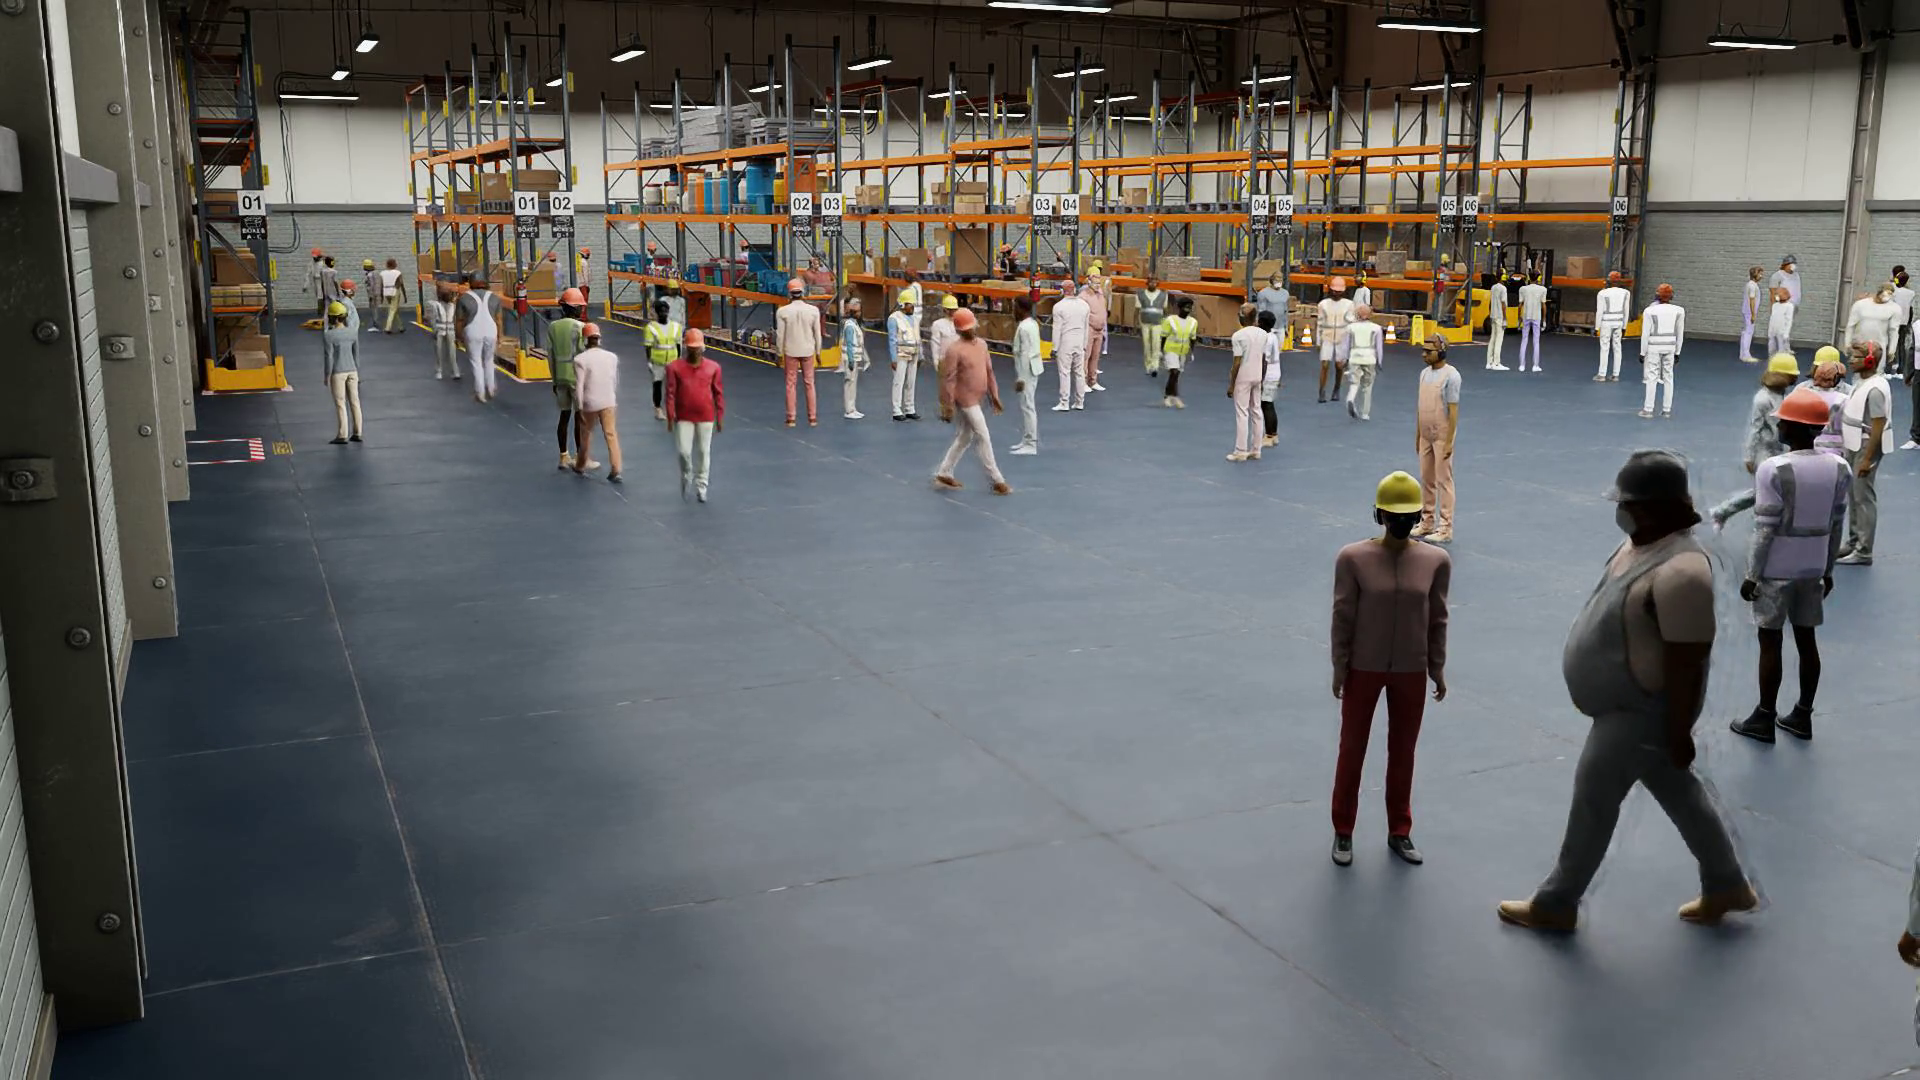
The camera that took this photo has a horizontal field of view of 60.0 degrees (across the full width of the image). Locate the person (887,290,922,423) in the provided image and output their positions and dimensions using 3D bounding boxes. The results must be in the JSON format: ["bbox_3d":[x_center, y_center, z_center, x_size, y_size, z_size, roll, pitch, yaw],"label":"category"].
[{"bbox_3d":[-0.745,-2.537,22.979,0.403,1.825,0.593,9,14,39],"label":"person"}]

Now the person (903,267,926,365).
[{"bbox_3d":[-0.909,-4.124,30.907,0.414,1.881,0.599,2,11,10],"label":"person"}]

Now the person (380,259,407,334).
[{"bbox_3d":[-13.554,-5.815,39.726,0.559,1.792,0.945,4,12,19],"label":"person"}]

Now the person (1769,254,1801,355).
[{"bbox_3d":[16.841,-4.789,33.867,0.685,2.000,0.538,-4,12,-19],"label":"person"}]

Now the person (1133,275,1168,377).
[{"bbox_3d":[3.363,-3.773,29.346,0.606,1.783,0.994,1,11,6],"label":"person"}]

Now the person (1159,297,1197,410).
[{"bbox_3d":[3.225,-2.733,24.404,0.524,1.641,0.800,-5,12,-24],"label":"person"}]

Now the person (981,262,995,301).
[{"bbox_3d":[0.835,-8.007,50.680,0.620,1.851,1.009,-2,11,-11],"label":"person"}]

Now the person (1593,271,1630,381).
[{"bbox_3d":[11.175,-3.663,28.550,0.574,1.883,0.356,-1,11,-6],"label":"person"}]

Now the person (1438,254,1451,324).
[{"bbox_3d":[12.524,-6.503,43.153,0.421,1.817,0.608,8,14,36],"label":"person"}]

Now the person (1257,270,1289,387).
[{"bbox_3d":[5.178,-3.477,27.476,0.627,1.934,0.372,-6,13,-29],"label":"person"}]

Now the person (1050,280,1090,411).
[{"bbox_3d":[1.580,-2.827,24.256,0.637,1.904,0.403,-7,13,-32],"label":"person"}]

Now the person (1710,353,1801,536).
[{"bbox_3d":[6.809,-0.756,14.221,0.515,1.709,0.745,-8,14,-37],"label":"person"}]

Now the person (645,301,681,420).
[{"bbox_3d":[-4.066,-2.449,22.934,0.548,1.651,0.844,-5,12,-25],"label":"person"}]

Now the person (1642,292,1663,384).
[{"bbox_3d":[11.743,-3.429,28.009,0.514,1.634,0.313,-8,13,-34],"label":"person"}]

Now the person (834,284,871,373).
[{"bbox_3d":[-1.933,-3.832,30.092,0.518,1.614,0.757,10,15,42],"label":"person"}]

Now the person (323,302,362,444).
[{"bbox_3d":[-7.742,-2.086,20.826,0.301,1.772,0.531,6,13,28],"label":"person"}]

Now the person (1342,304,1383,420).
[{"bbox_3d":[5.563,-2.453,23.066,0.553,1.615,0.624,5,12,25],"label":"person"}]

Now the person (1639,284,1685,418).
[{"bbox_3d":[9.872,-2.657,23.436,0.574,1.883,0.356,0,11,1],"label":"person"}]

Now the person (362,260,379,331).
[{"bbox_3d":[-14.410,-5.974,40.648,0.320,1.742,0.492,-4,12,-18],"label":"person"}]

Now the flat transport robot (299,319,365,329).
[{"bbox_3d":[-15.735,-5.440,41.691,0.652,0.197,1.431,8,14,34],"label":"flat transport robot"}]

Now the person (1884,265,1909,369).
[{"bbox_3d":[17.321,-4.144,30.910,0.385,1.914,0.597,-4,12,-17],"label":"person"}]

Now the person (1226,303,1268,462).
[{"bbox_3d":[3.323,-1.820,19.278,0.504,1.847,0.344,-7,13,-31],"label":"person"}]

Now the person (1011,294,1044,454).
[{"bbox_3d":[0.809,-1.987,19.950,0.381,1.916,0.596,2,11,9],"label":"person"}]

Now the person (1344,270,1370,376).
[{"bbox_3d":[7.081,-3.854,29.539,0.323,1.876,0.530,-2,11,-12],"label":"person"}]

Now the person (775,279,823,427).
[{"bbox_3d":[-2.175,-2.525,22.524,0.675,1.987,0.432,-4,12,-20],"label":"person"}]

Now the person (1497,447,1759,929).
[{"bbox_3d":[2.759,0.578,6.595,1.018,2.000,0.687,3,11,13],"label":"person"}]

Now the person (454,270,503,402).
[{"bbox_3d":[-7.449,-3.165,25.618,0.697,2.000,0.817,-8,14,-35],"label":"person"}]

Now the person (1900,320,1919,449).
[{"bbox_3d":[11.761,-2.019,20.133,0.397,1.911,0.588,-5,12,-25],"label":"person"}]

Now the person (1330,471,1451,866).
[{"bbox_3d":[1.890,0.569,7.336,0.523,1.769,0.320,0,11,-1],"label":"person"}]

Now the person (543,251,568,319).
[{"bbox_3d":[-10.931,-6.848,44.756,0.922,1.882,0.628,7,13,32],"label":"person"}]

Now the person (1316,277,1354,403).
[{"bbox_3d":[5.703,-3.047,25.347,0.555,1.911,0.582,2,11,11],"label":"person"}]

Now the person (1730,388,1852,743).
[{"bbox_3d":[4.517,0.142,9.060,0.551,1.941,0.340,-2,11,-12],"label":"person"}]

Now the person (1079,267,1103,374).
[{"bbox_3d":[2.373,-3.953,29.947,0.403,1.919,0.586,-8,14,-34],"label":"person"}]

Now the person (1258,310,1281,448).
[{"bbox_3d":[3.779,-1.982,20.496,0.319,1.692,0.555,4,12,21],"label":"person"}]

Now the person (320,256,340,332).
[{"bbox_3d":[-14.992,-5.827,39.626,0.500,1.861,0.328,4,12,21],"label":"person"}]

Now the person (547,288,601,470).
[{"bbox_3d":[-4.329,-1.801,18.678,0.614,2.041,0.393,7,13,31],"label":"person"}]
